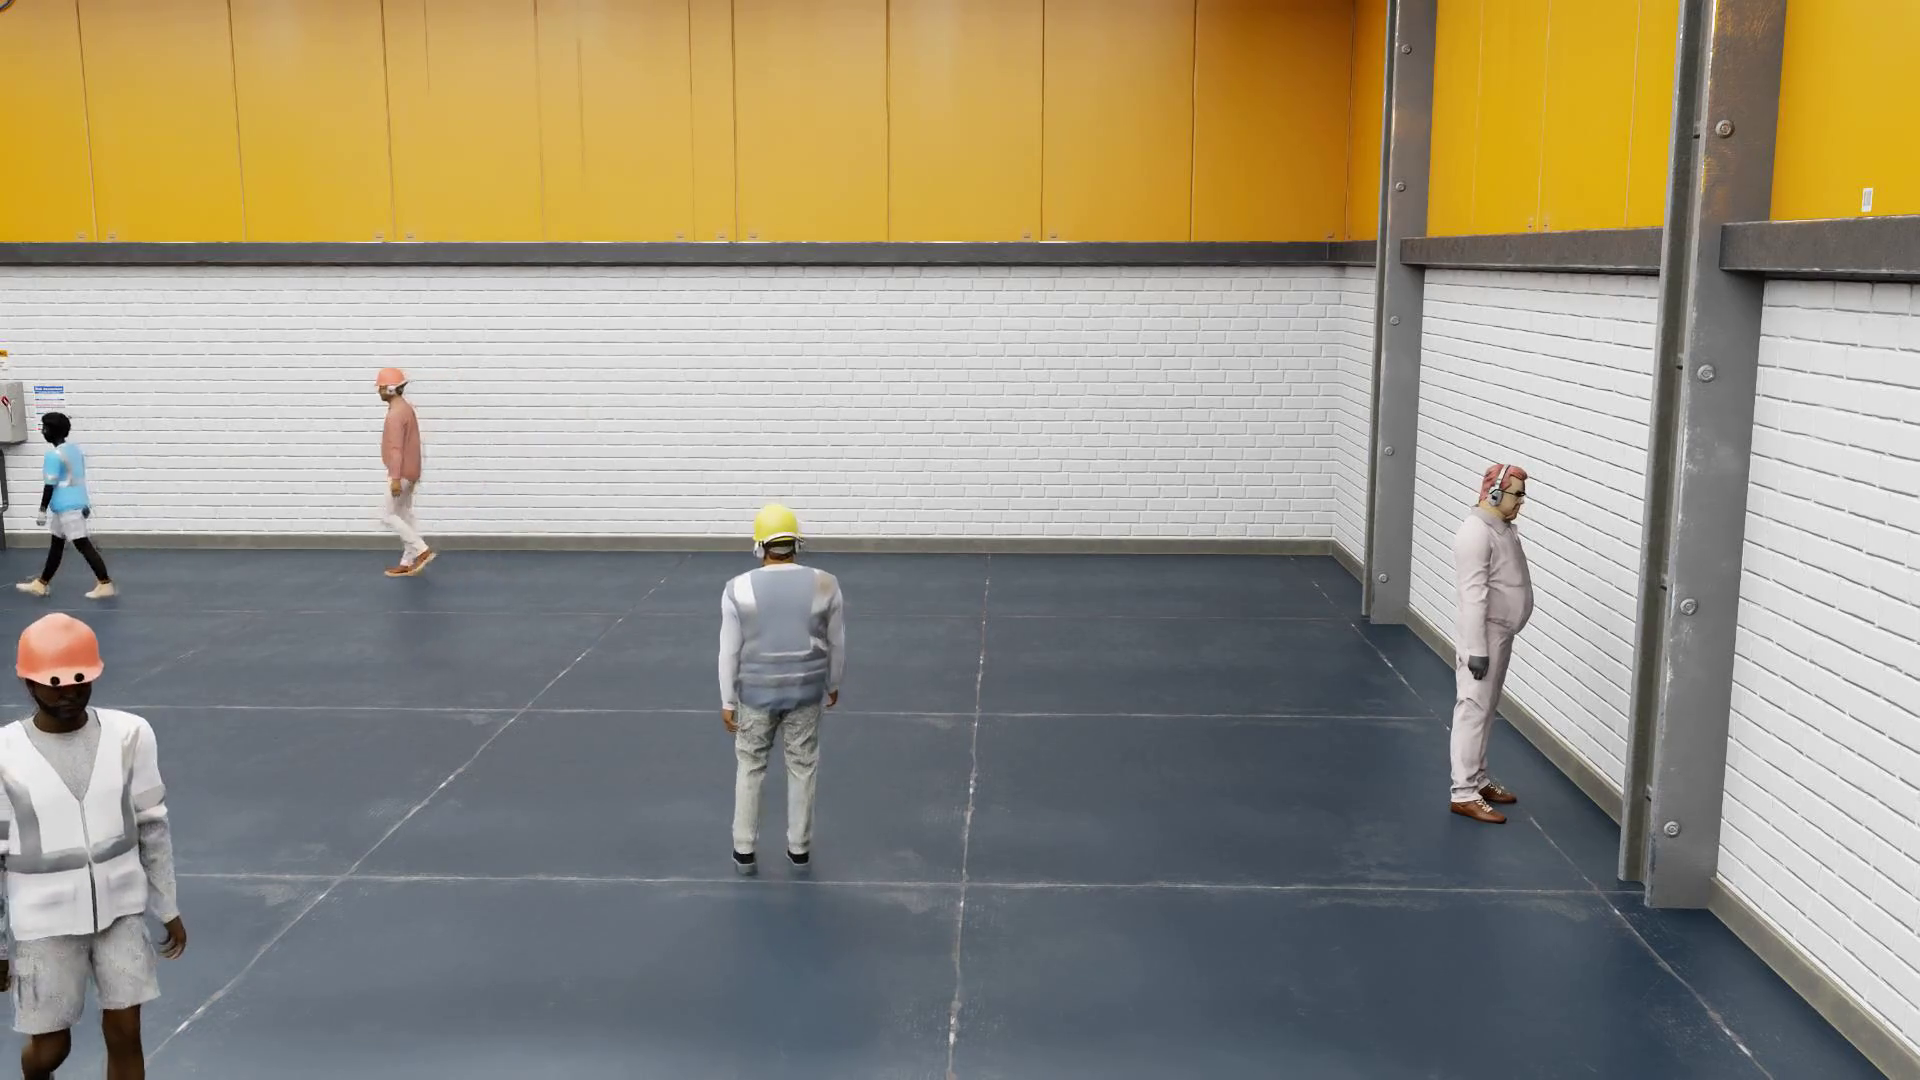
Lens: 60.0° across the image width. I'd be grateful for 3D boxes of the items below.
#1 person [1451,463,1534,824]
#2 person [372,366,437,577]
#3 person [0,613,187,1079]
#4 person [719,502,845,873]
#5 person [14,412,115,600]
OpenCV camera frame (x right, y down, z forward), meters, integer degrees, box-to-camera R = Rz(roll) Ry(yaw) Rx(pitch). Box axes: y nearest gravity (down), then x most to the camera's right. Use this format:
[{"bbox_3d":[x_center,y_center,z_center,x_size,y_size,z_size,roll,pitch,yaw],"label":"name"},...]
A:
[{"bbox_3d":[2.851,0.536,8.915,0.407,1.903,0.639,5,11,28],"label":"person"},{"bbox_3d":[-5.205,-0.619,15.433,0.437,1.976,0.646,-1,10,-8],"label":"person"},{"bbox_3d":[-2.770,1.157,5.219,0.565,1.921,0.679,-10,14,-44],"label":"person"},{"bbox_3d":[-0.858,0.725,8.034,0.615,1.827,0.446,-2,10,-12],"label":"person"},{"bbox_3d":[-7.805,-0.284,14.429,0.861,1.644,0.551,-1,10,-8],"label":"person"}]
